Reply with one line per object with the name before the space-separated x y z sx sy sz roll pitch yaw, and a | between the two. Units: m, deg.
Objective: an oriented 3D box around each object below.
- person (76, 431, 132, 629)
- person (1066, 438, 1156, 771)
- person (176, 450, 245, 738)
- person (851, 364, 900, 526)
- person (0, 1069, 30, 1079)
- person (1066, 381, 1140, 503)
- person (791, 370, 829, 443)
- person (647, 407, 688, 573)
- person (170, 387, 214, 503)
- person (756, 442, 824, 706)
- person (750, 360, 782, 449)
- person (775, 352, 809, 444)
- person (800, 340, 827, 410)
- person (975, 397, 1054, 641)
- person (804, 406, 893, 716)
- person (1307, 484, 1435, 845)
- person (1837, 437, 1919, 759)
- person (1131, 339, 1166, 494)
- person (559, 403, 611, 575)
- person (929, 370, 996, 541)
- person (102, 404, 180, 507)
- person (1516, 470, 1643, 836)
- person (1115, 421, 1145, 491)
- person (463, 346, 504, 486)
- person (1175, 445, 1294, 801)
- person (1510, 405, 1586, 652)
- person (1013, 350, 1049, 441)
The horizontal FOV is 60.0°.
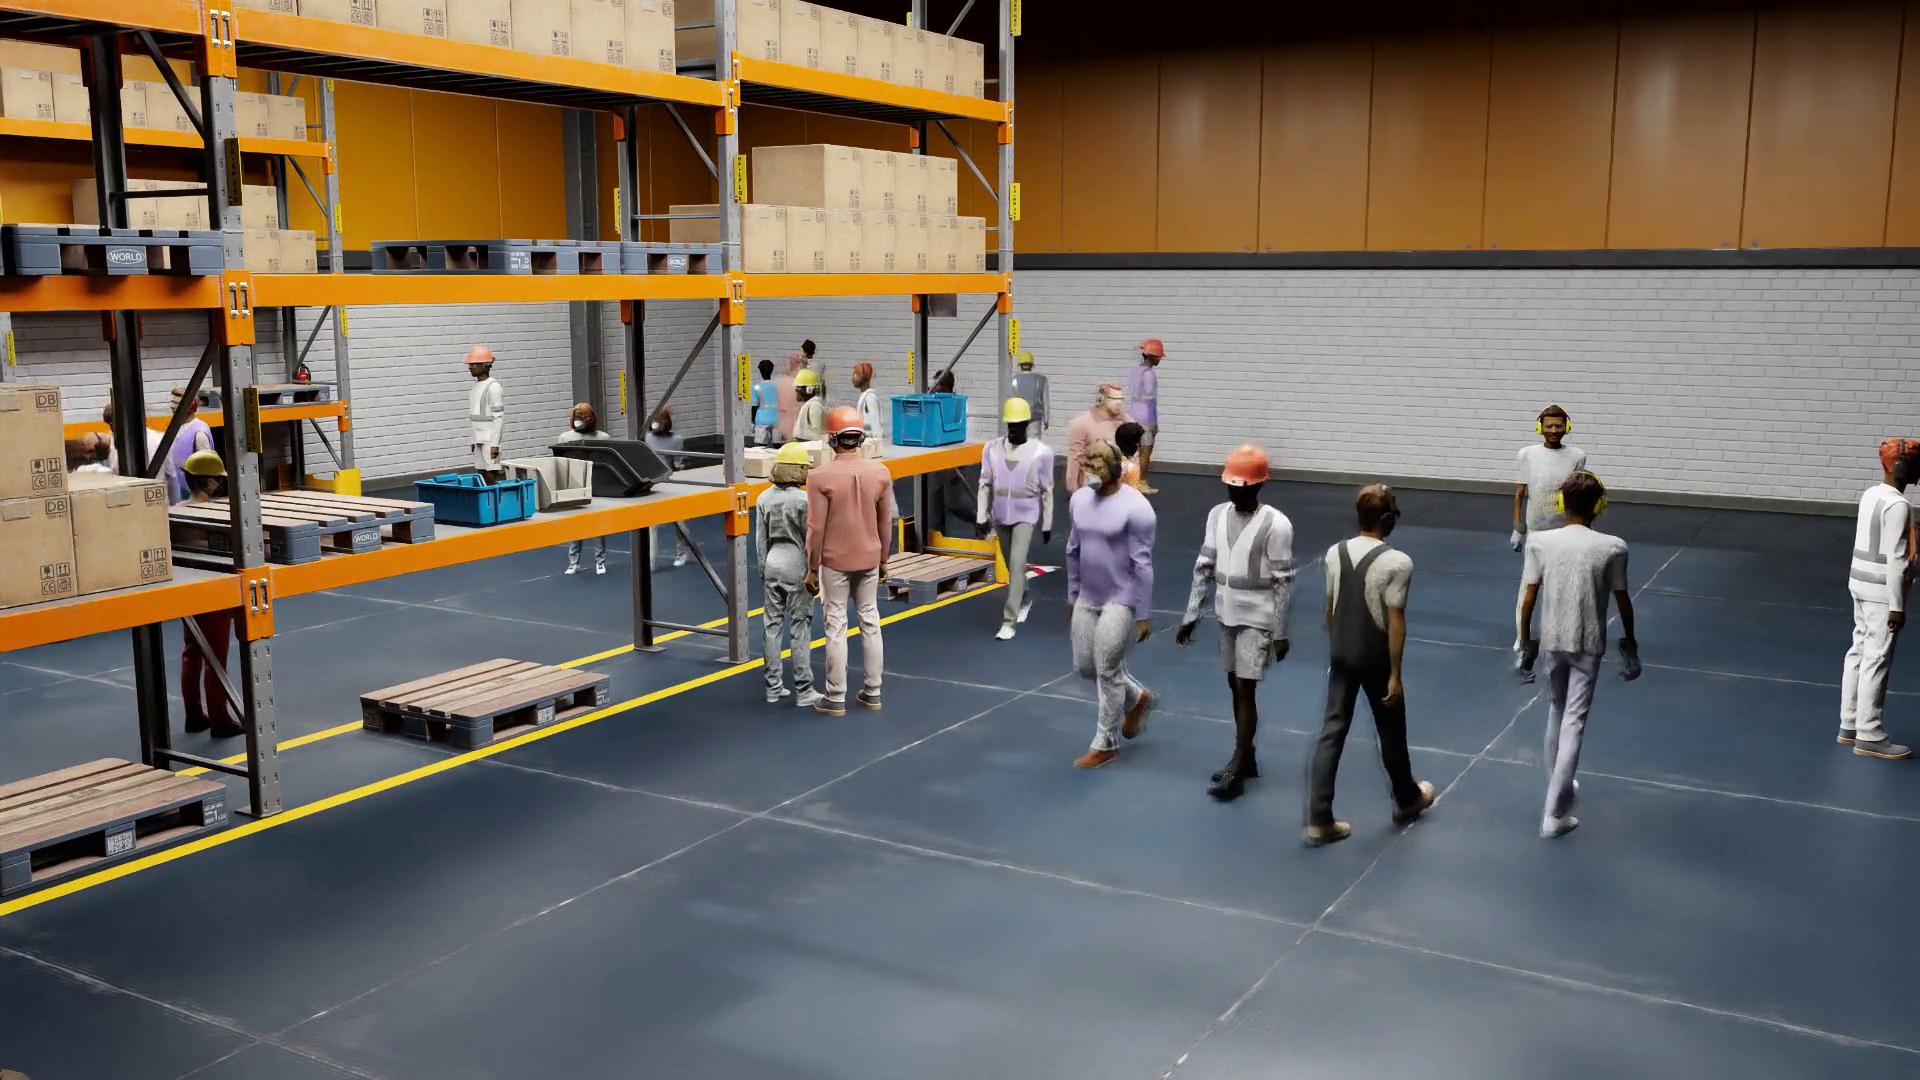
person | -6.787 -0.048 13.026 0.730 1.613 0.523 -9 13 -44
person | 0.909 0.351 9.631 0.642 1.918 0.644 -8 12 -41
person | -4.625 0.327 10.246 0.528 1.764 0.328 6 11 33
person | -1.096 -1.044 18.567 0.954 1.835 0.589 -1 9 -5
person | -1.171 1.554 2.041 0.369 1.939 0.631 -4 10 -24
person | 1.330 -0.481 14.916 0.645 1.877 0.725 -5 11 -30
person | -1.695 -0.912 17.814 0.638 1.811 0.627 -2 9 -9
person | -2.827 -0.492 15.895 0.505 1.592 0.850 2 9 12
person | -6.747 -0.423 14.670 0.390 1.845 0.565 -9 13 -44
person | -1.113 0.223 10.979 0.487 1.736 0.322 6 11 32
person | -2.566 -1.565 22.272 0.531 1.692 0.320 -5 10 -29
person | -1.942 -1.307 20.024 0.423 1.894 0.672 -6 11 -33
person | -2.229 -2.019 24.578 0.538 1.863 0.313 -5 10 -26
person | 0.463 -0.202 13.195 0.584 1.884 1.010 4 10 24
person | -0.724 0.134 10.724 0.622 1.993 0.381 -6 11 -32
person | 2.076 0.607 8.402 0.953 1.791 0.532 -8 12 -41
person | 5.454 0.334 9.830 0.354 1.881 0.576 2 9 12
person | 2.340 -1.564 21.295 0.559 2.014 0.620 -2 9 -11
person | -3.524 -0.480 15.686 0.501 1.631 0.287 -1 9 -3
person | -0.043 -0.756 16.622 0.752 1.892 0.619 -3 10 -17
person | -6.727 -0.225 13.559 0.664 1.810 0.561 -3 10 -20
person | 3.220 0.562 8.577 0.541 1.834 0.873 8 12 42
person | 1.233 -0.114 13.268 0.459 1.668 0.571 -4 10 -25
person | -5.253 -1.113 18.361 0.374 2.043 0.613 -8 12 -40
person | 1.455 0.446 9.059 0.748 1.911 0.588 -7 11 -36
person | 4.404 -0.078 12.449 0.533 1.867 0.315 1 9 9
person | 0.911 -1.671 22.562 0.599 1.813 0.751 0 9 3
